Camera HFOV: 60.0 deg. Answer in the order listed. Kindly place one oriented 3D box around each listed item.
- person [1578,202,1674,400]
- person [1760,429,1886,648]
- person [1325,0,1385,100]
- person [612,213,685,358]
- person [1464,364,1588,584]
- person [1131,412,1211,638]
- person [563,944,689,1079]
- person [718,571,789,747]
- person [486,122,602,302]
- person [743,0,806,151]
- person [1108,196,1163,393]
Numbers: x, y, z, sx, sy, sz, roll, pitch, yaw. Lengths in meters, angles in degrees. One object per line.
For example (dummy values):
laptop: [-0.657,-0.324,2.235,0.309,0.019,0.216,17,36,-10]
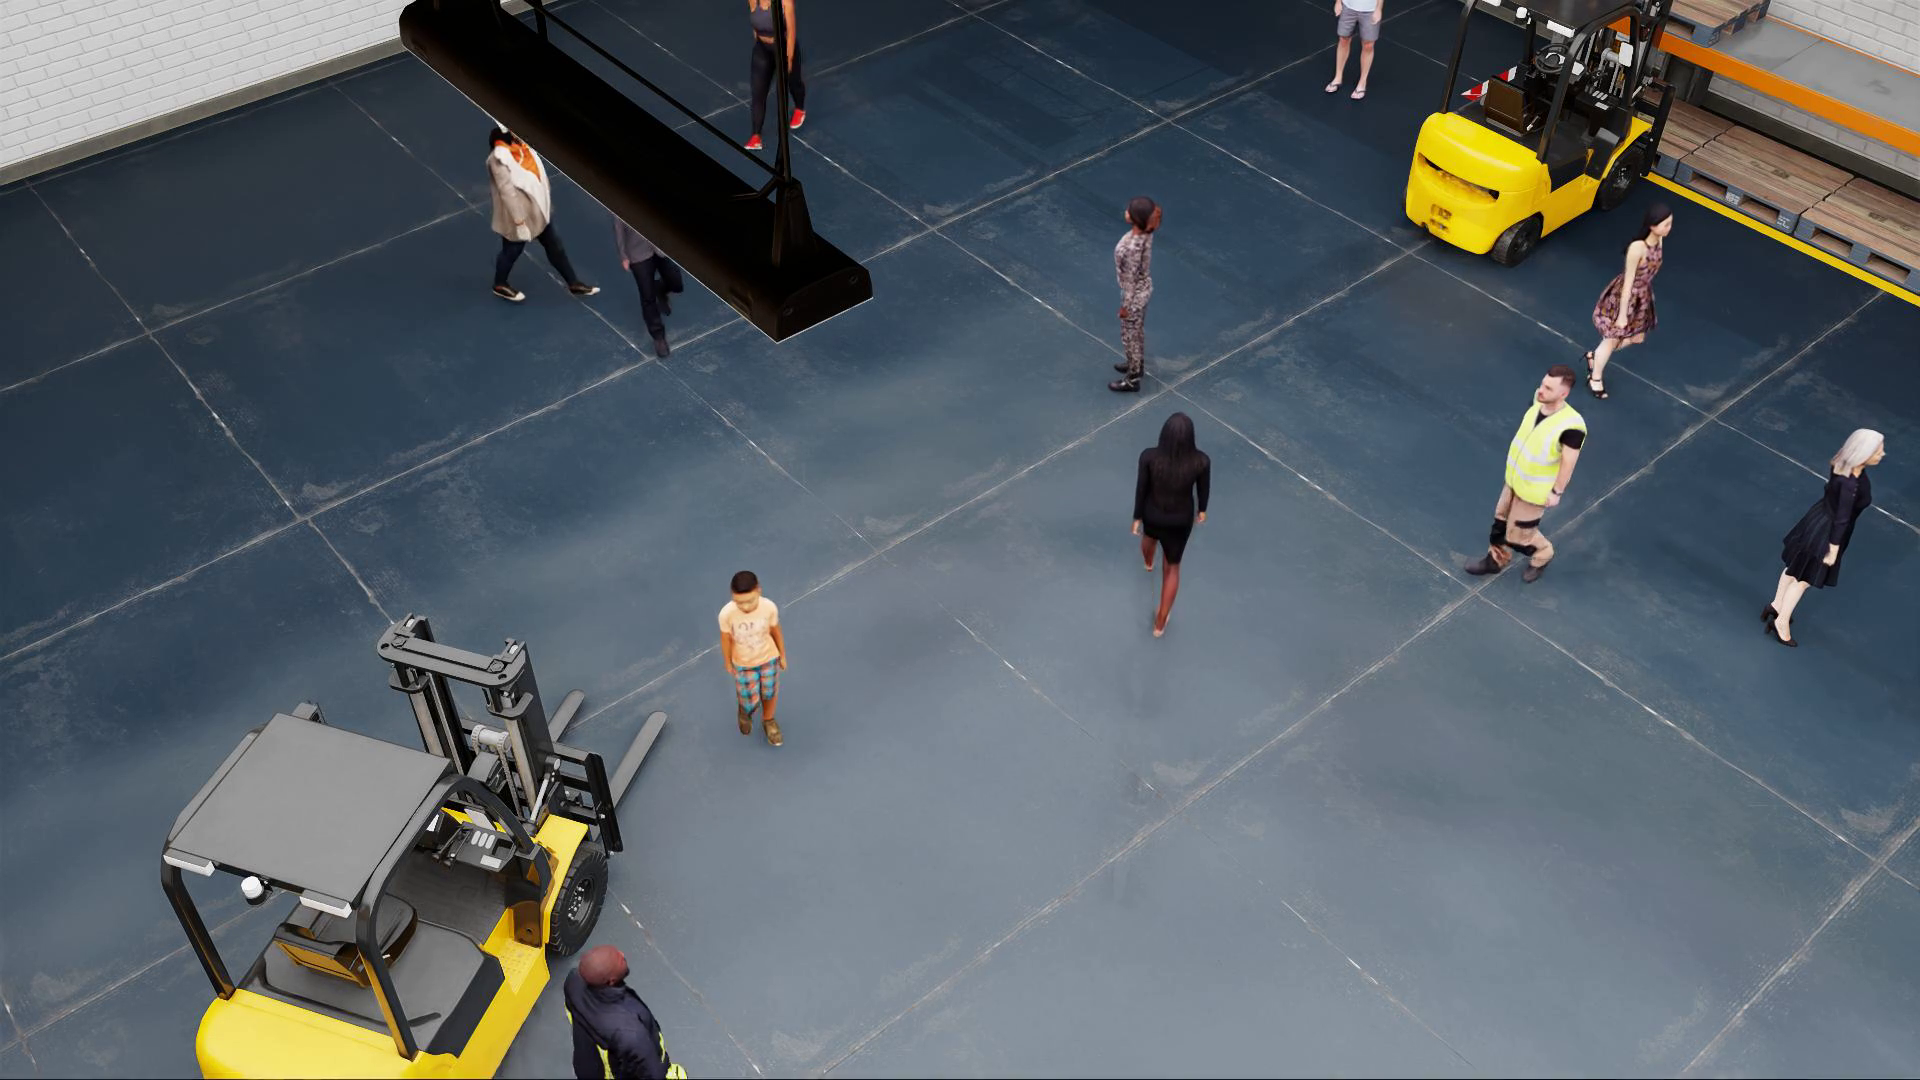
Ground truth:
person: [5.012,-1.832,12.699,0.630,1.763,0.684,-31,52,-28]
person: [5.622,-0.029,10.819,0.728,1.747,0.696,12,45,12]
person: [3.929,-5.214,16.200,0.624,1.831,0.765,19,47,19]
person: [-2.485,-2.371,13.217,0.854,1.829,0.993,-17,46,-17]
person: [3.909,-0.430,11.173,0.934,1.837,0.893,-12,45,-12]
person: [1.360,-0.073,10.908,1.100,1.687,1.139,5,44,5]
person: [-1.695,2.587,8.029,0.777,1.807,0.804,-30,51,-27]
person: [-1.287,0.678,10.290,0.625,1.452,0.688,-14,45,-14]
person: [-3.665,-2.729,13.583,1.288,1.842,1.126,11,45,12]
person: [-1.674,-4.589,15.603,1.257,1.749,1.136,14,45,14]
person: [1.340,-1.889,12.795,0.705,1.713,0.672,12,45,12]
